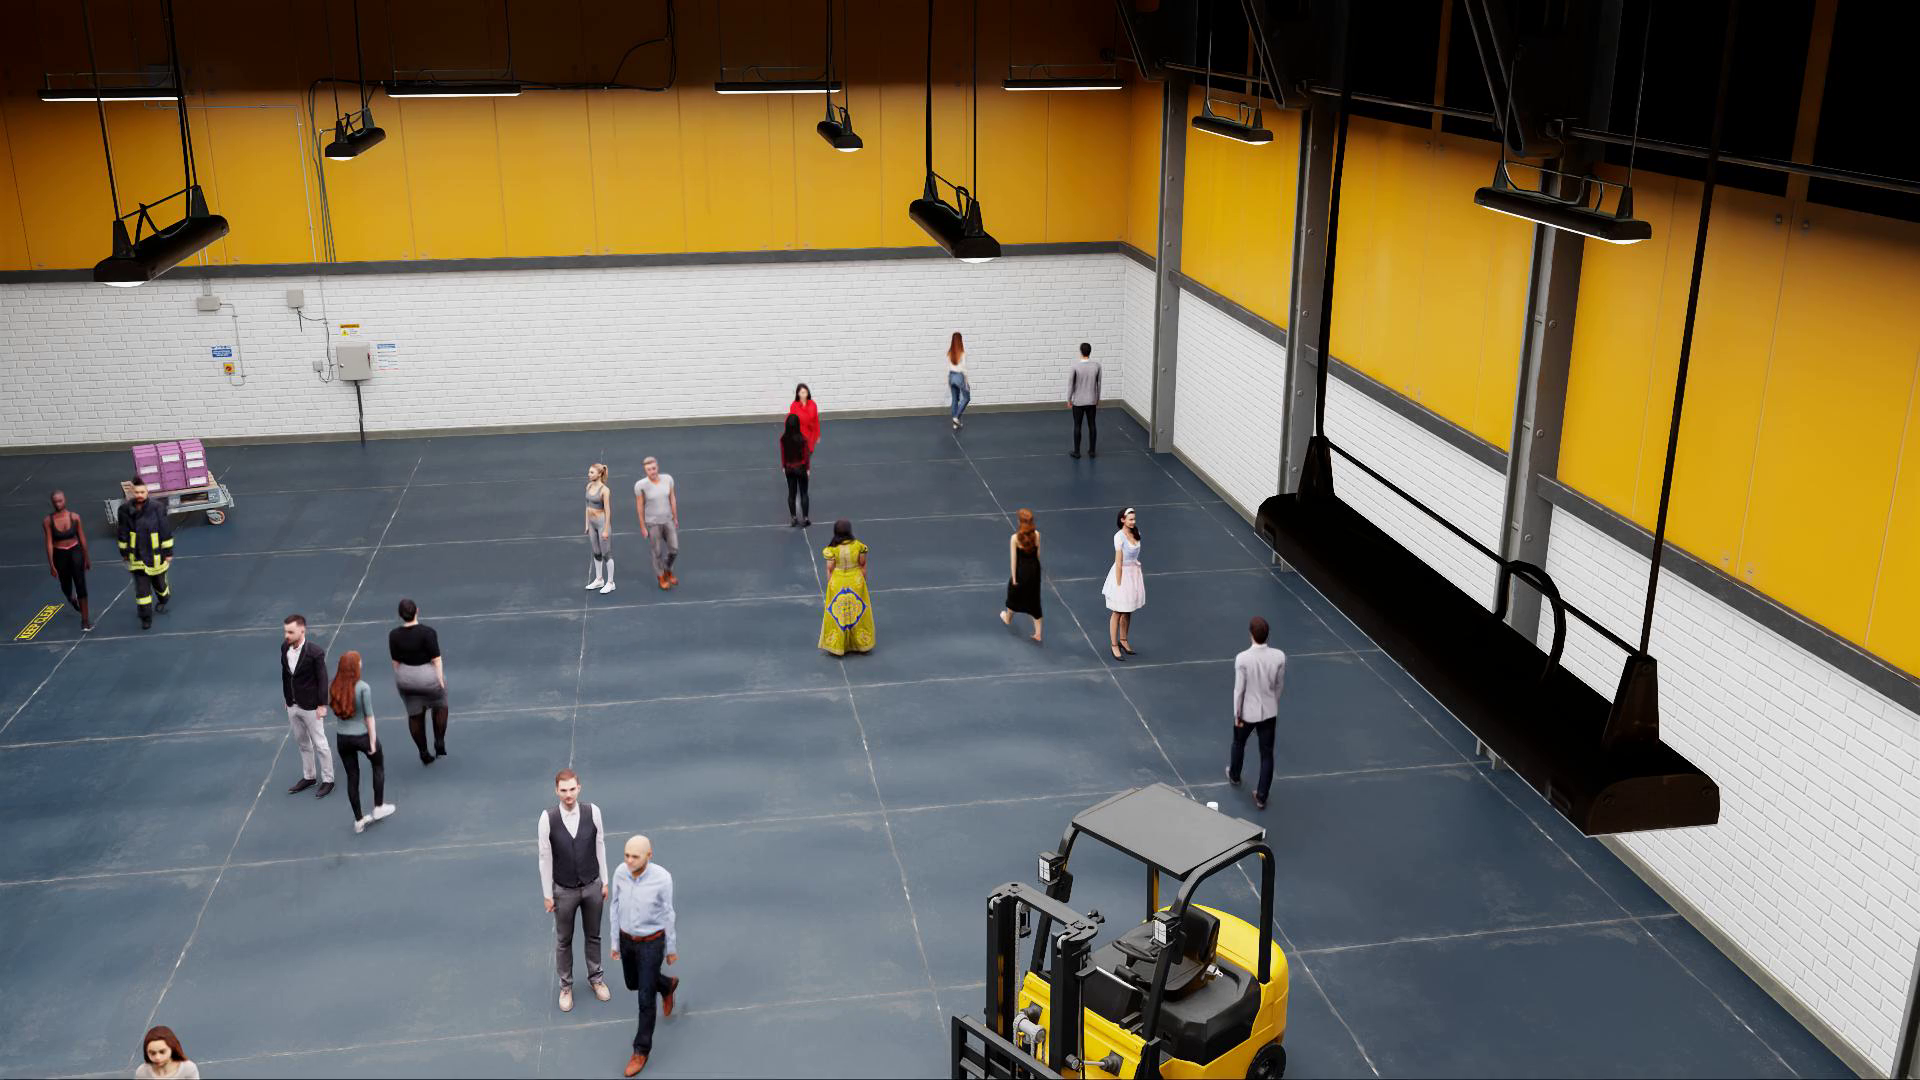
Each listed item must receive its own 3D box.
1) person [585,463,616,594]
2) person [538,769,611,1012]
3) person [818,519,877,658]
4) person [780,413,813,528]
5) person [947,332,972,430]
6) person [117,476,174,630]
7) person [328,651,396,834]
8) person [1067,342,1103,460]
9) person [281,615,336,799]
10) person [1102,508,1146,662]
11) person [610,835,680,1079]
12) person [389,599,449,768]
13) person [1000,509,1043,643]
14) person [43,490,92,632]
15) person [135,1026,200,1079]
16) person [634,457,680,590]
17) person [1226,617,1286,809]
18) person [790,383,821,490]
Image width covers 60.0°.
[{"bbox_3d":[-4.637,-0.170,21.411,0.661,1.704,0.721,13,23,34],"label":"person"},{"bbox_3d":[-2.938,2.632,12.725,0.717,1.938,0.645,-8,20,-23],"label":"person"},{"bbox_3d":[-1.323,0.545,19.358,0.861,1.659,0.776,-5,19,-14],"label":"person"},{"bbox_3d":[-2.367,-0.996,23.948,0.655,1.650,0.652,5,19,16],"label":"person"},{"bbox_3d":[-0.078,-2.761,29.080,0.761,1.720,0.820,12,22,31],"label":"person"},{"bbox_3d":[-9.955,0.104,20.400,0.865,1.830,1.156,-5,19,-14],"label":"person"},{"bbox_3d":[-5.592,1.885,15.270,0.683,1.729,0.755,2,19,5],"label":"person"},{"bbox_3d":[2.062,-2.303,27.404,0.734,1.921,0.612,-4,19,-12],"label":"person"},{"bbox_3d":[-6.294,1.571,16.025,0.741,1.843,0.750,8,20,21],"label":"person"},{"bbox_3d":[1.913,0.493,19.265,0.914,1.817,0.859,15,24,38],"label":"person"},{"bbox_3d":[-2.281,2.922,12.125,1.006,1.772,1.217,6,20,17],"label":"person"},{"bbox_3d":[-5.396,1.461,16.518,0.727,1.735,0.690,1,19,3],"label":"person"},{"bbox_3d":[0.833,0.453,19.758,0.732,1.578,1.133,-7,20,-20],"label":"person"},{"bbox_3d":[-10.839,0.216,20.223,0.884,1.731,1.191,-13,23,-35],"label":"person"},{"bbox_3d":[-4.898,3.663,10.376,0.527,1.484,0.474,-3,19,-10],"label":"person"},{"bbox_3d":[-3.930,-0.242,21.472,0.833,1.802,0.812,-13,23,-34],"label":"person"},{"bbox_3d":[2.848,1.672,15.761,0.723,1.818,0.985,-1,19,-4],"label":"person"},{"bbox_3d":[-2.422,-1.580,25.547,0.699,1.736,0.731,-10,21,-27],"label":"person"}]
